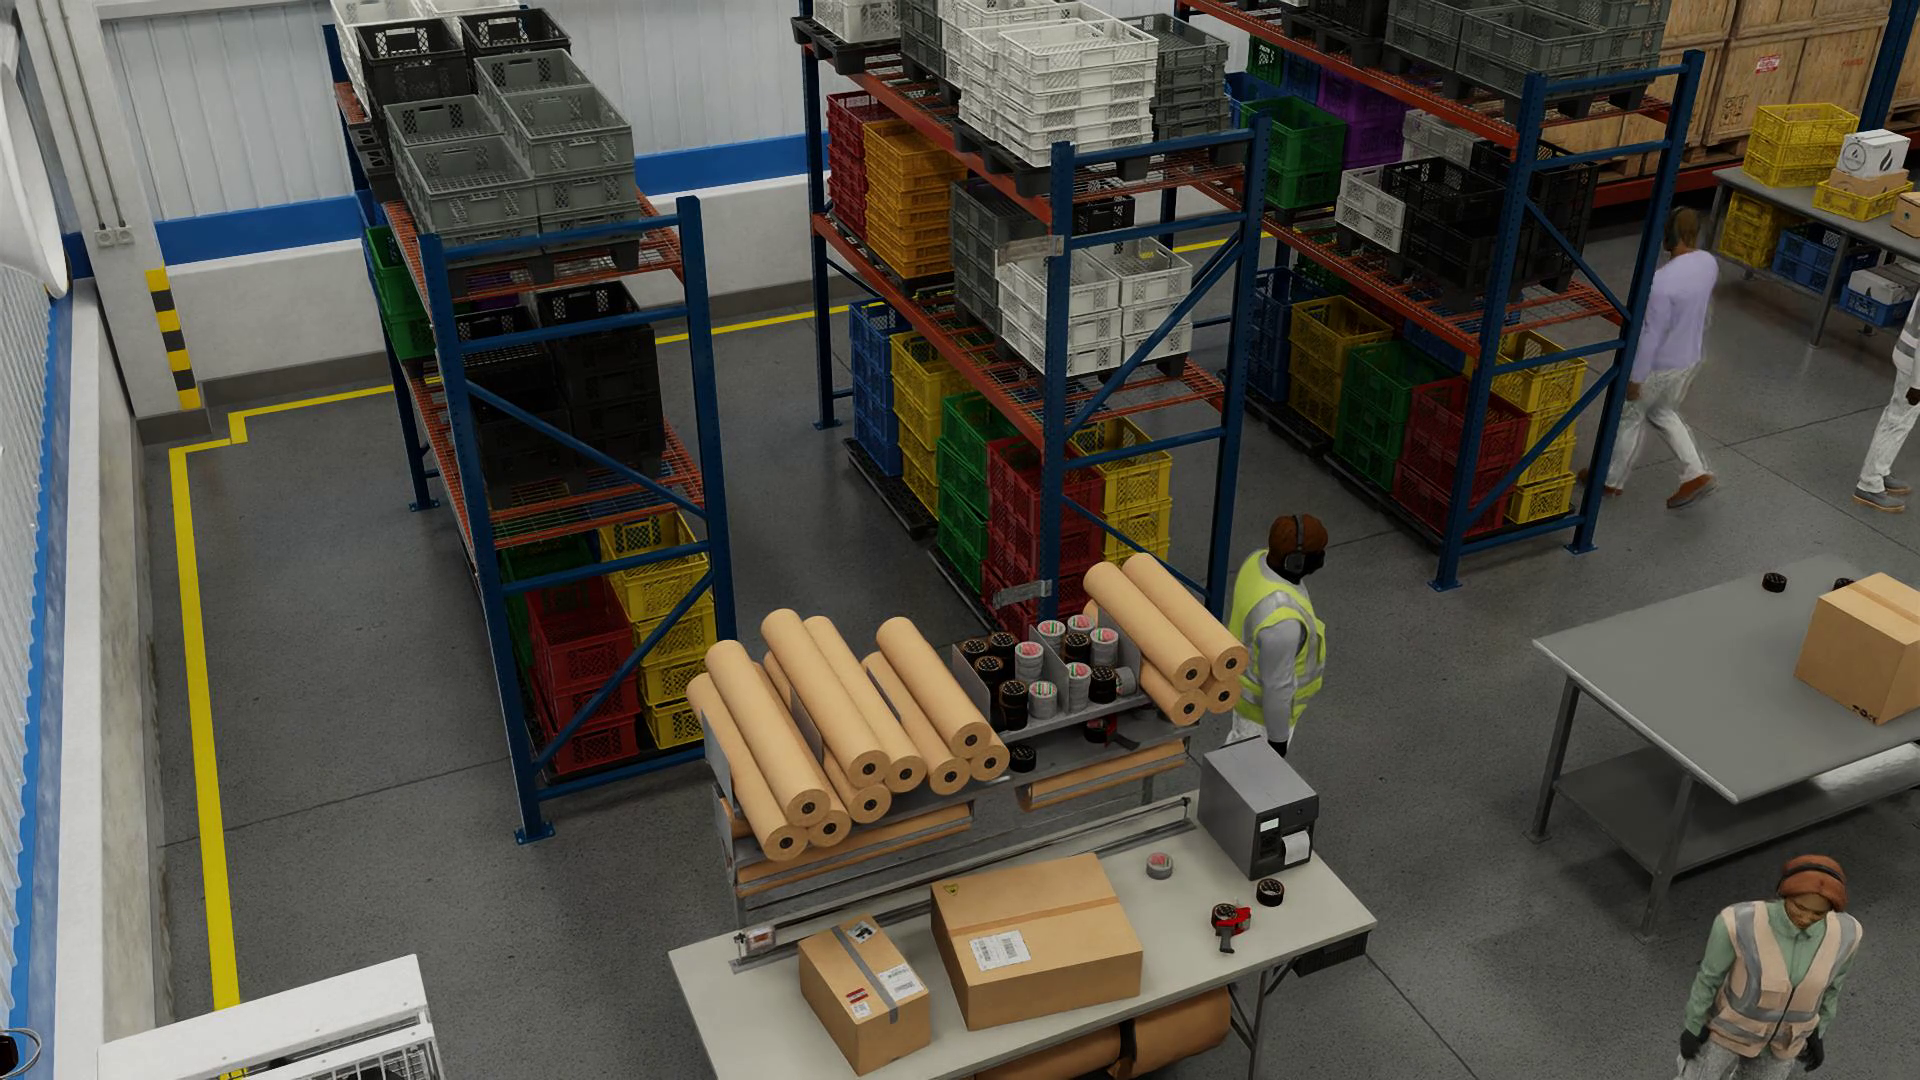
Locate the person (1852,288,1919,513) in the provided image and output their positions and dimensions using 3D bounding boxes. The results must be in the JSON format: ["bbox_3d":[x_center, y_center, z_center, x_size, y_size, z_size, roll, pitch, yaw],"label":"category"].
[{"bbox_3d":[5.886,-1.075,10.172,0.344,1.877,0.579,18,36,26],"label":"person"}]

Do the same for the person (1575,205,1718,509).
[{"bbox_3d":[4.357,-1.066,10.141,0.688,1.903,0.776,-25,40,-35],"label":"person"}]

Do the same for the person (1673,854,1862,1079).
[{"bbox_3d":[2.782,1.728,5.841,0.512,1.638,0.312,1,32,1],"label":"person"}]

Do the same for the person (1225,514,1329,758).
[{"bbox_3d":[1.372,0.688,7.352,0.430,1.836,0.629,0,32,0],"label":"person"}]
